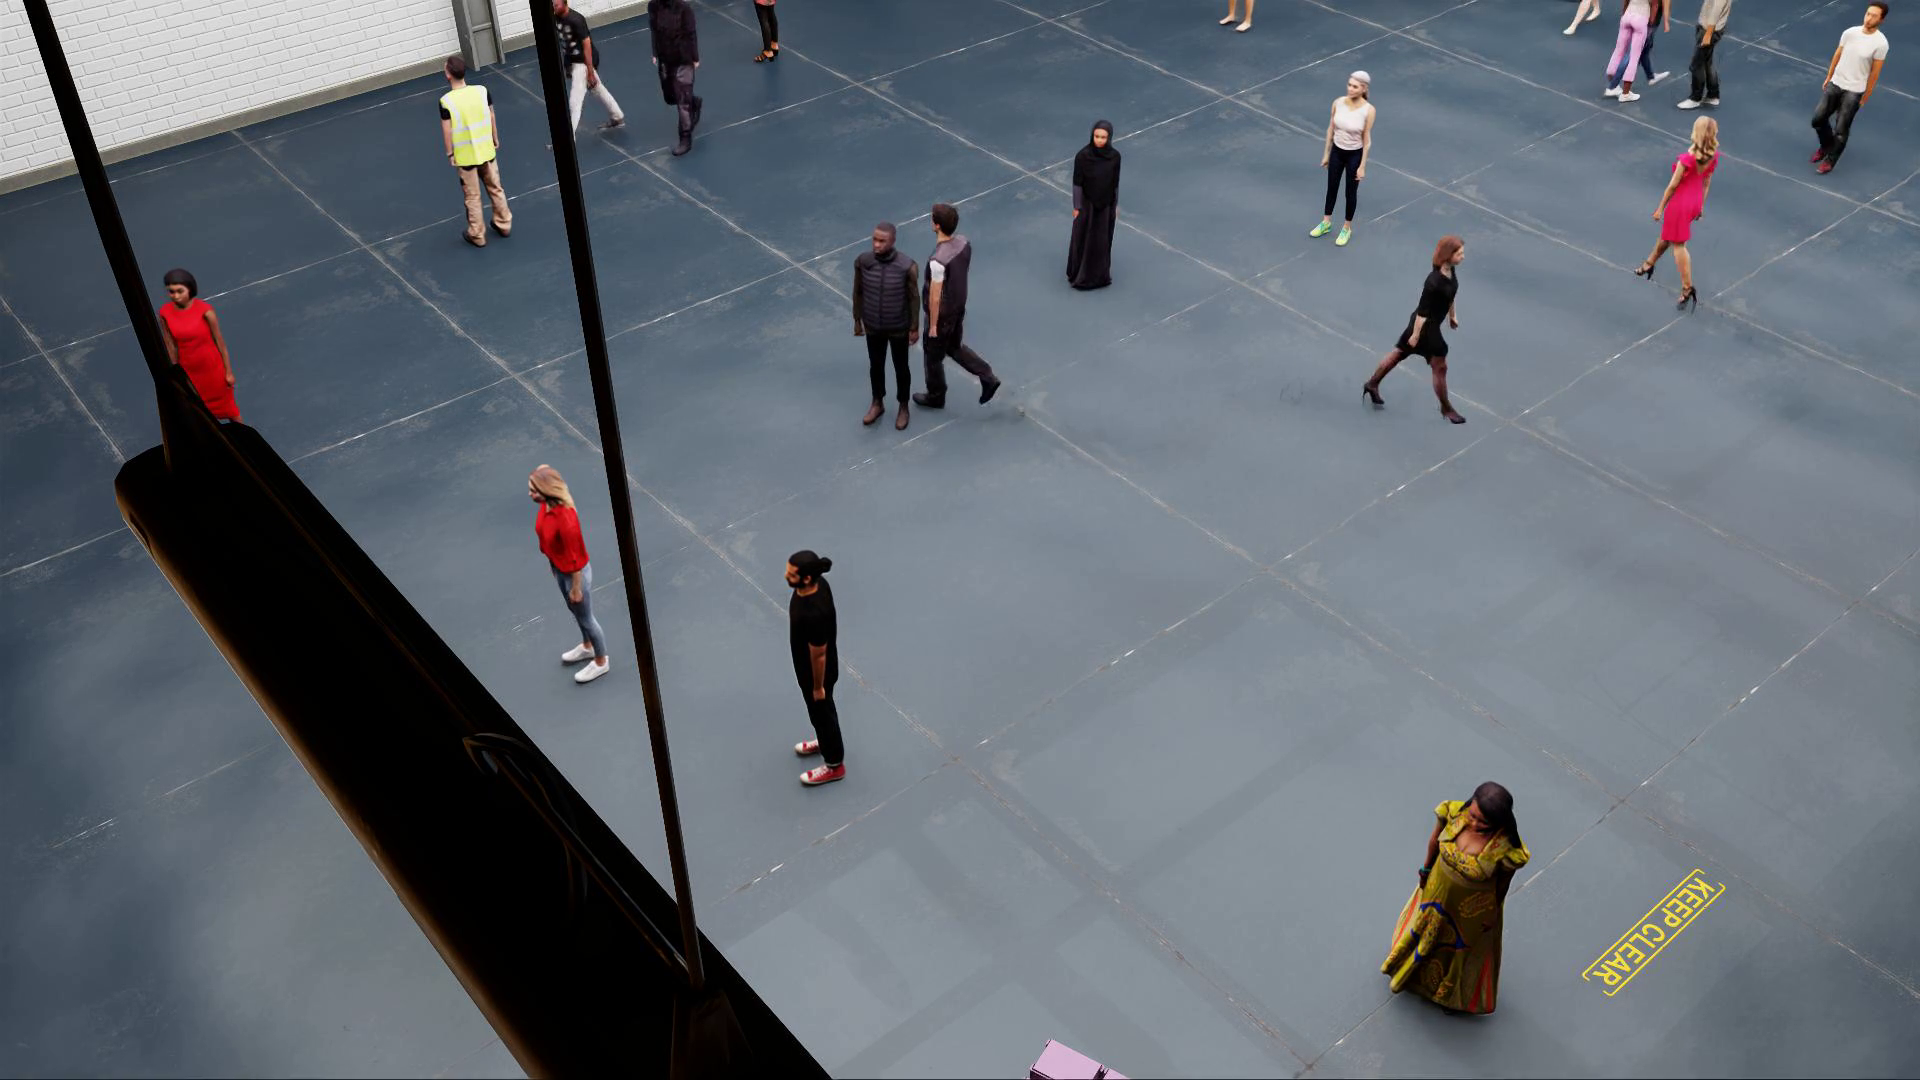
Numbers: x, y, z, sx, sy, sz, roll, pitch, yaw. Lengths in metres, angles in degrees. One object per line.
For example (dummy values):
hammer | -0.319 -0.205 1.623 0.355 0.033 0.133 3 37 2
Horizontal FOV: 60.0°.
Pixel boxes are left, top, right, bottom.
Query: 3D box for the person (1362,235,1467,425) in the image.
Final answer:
person | 3.668 -1.706 13.414 0.948 1.646 1.114 18 42 21

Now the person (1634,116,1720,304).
person | 6.533 -2.921 14.904 1.018 1.686 0.820 -16 41 -19

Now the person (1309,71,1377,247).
person | 3.683 -3.645 15.797 0.630 1.702 0.578 29 47 31

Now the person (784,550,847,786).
person | -0.878 0.759 10.240 0.692 1.756 0.697 -8 39 -10

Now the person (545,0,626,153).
person | -3.874 -4.932 17.410 1.343 1.702 0.727 -29 47 -31

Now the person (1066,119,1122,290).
person | 1.236 -3.075 15.153 0.685 1.615 0.774 -5 39 -7

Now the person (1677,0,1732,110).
person | 8.235 -5.586 18.168 0.900 1.777 0.821 18 42 21

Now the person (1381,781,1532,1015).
person | 2.696 1.878 8.915 0.888 1.660 0.817 30 47 32

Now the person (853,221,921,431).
person | -0.573 -1.721 13.281 0.780 1.836 0.783 10 40 12

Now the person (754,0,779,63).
person | -2.282 -6.404 19.251 0.762 1.703 0.663 11 40 14

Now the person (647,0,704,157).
person | -2.940 -5.030 17.384 1.035 1.886 1.237 14 41 16

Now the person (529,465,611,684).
person | -2.572 0.208 10.973 0.533 1.702 0.626 -23 44 -26

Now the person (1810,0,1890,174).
person | 9.102 -4.627 16.953 0.626 1.794 0.655 -27 46 -30

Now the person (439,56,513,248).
person | -4.597 -3.676 15.724 0.608 1.842 0.737 -28 46 -30

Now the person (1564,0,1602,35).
person | 7.699 -6.946 20.012 1.058 1.600 0.567 -28 47 -31

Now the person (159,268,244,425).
person | -5.840 -1.308 12.840 0.593 1.742 0.707 -5 39 -6

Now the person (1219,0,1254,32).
person | 3.391 -7.028 20.011 0.499 1.730 0.573 -27 46 -30

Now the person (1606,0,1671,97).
person | 7.525 -5.706 18.397 1.101 1.679 0.917 -5 39 -7

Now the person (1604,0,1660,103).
person | 7.473 -5.727 18.376 0.552 1.737 0.596 -22 43 -25

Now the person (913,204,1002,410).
person | -0.021 -1.826 13.418 0.949 1.828 1.015 17 42 20
